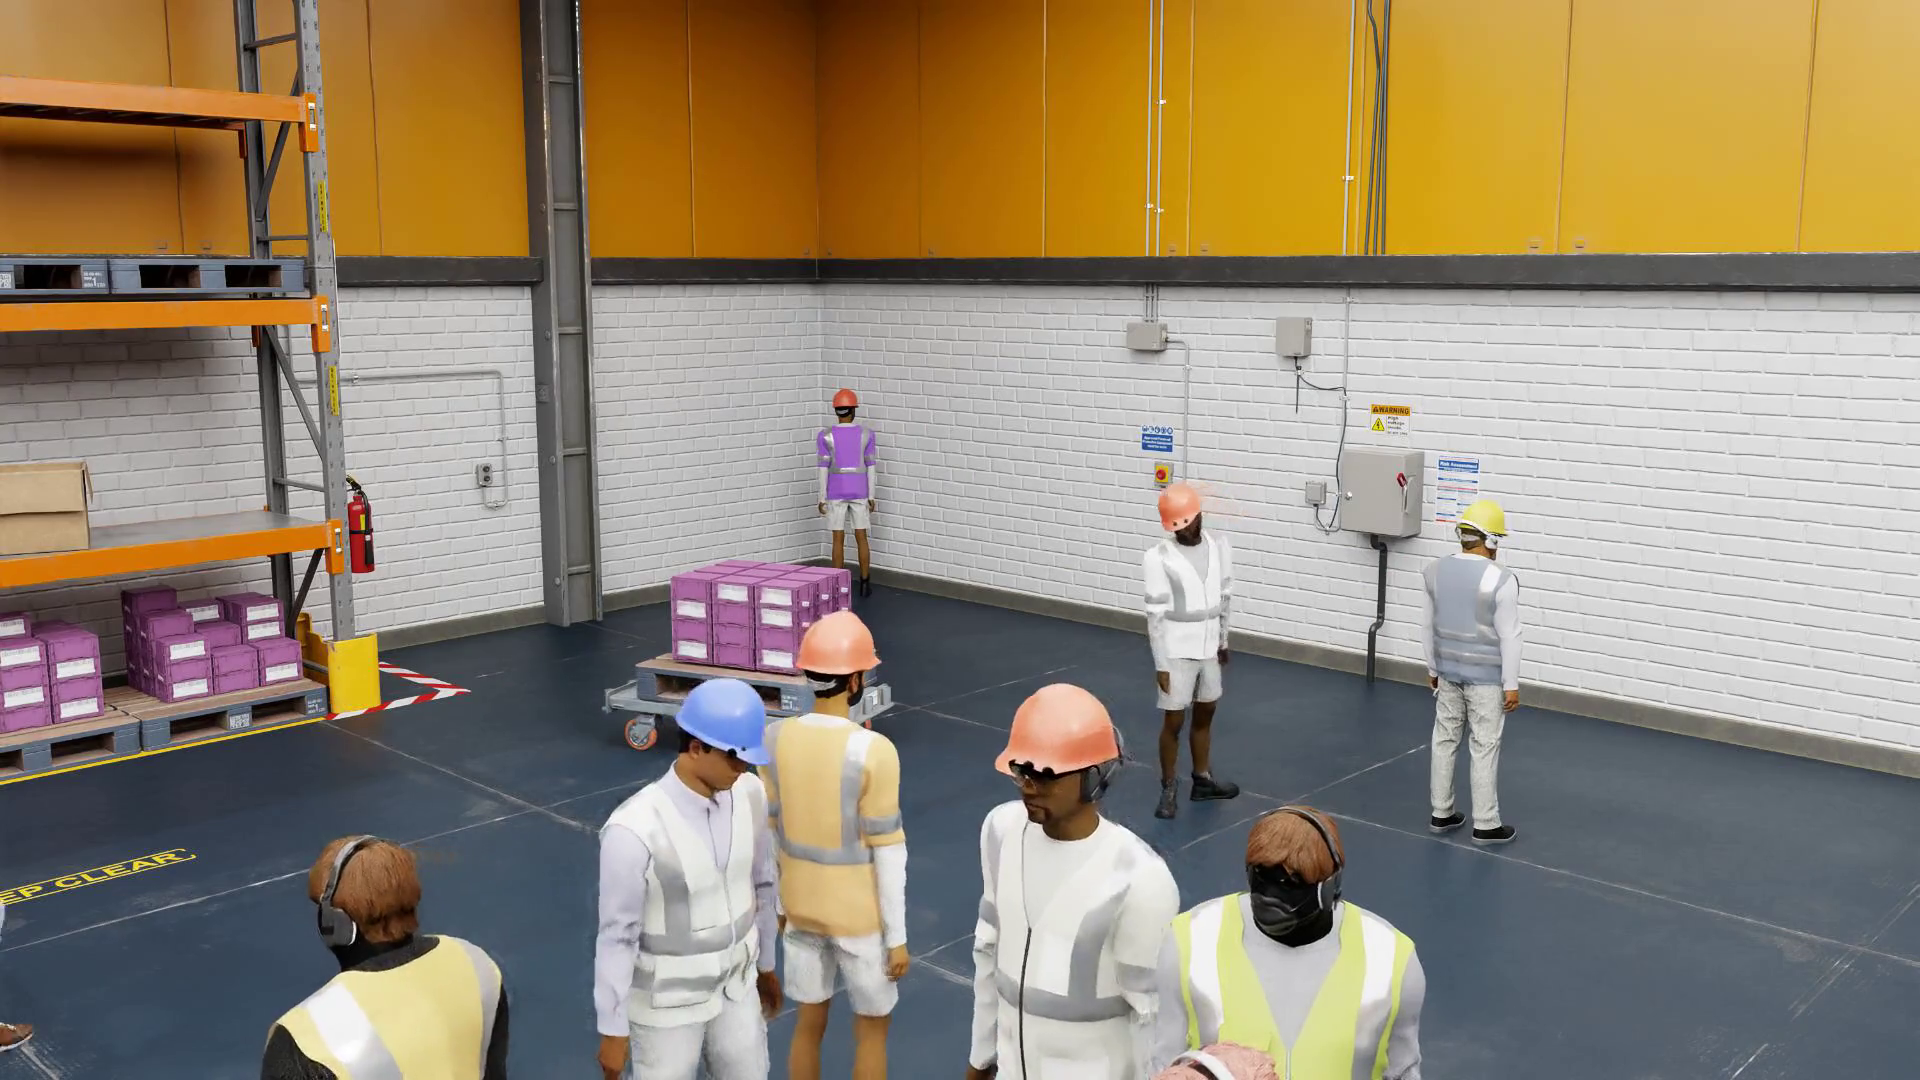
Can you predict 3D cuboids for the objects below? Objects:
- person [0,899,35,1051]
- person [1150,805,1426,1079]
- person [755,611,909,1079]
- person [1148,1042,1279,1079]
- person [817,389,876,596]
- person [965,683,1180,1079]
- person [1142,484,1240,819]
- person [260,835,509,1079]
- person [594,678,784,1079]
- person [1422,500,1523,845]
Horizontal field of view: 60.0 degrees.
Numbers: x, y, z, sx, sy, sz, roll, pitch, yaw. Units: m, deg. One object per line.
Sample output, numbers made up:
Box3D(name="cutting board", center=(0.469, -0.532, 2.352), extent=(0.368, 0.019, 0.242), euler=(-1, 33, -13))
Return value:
Box3D(name="person", center=(-3.834, 1.099, 6.260), extent=(0.564, 1.847, 0.674), euler=(3, 10, 16))
Box3D(name="person", center=(0.746, 1.498, 3.857), extent=(0.624, 1.841, 0.430), euler=(1, 9, 9))
Box3D(name="person", center=(-0.397, 1.191, 5.441), extent=(0.547, 1.939, 0.368), euler=(5, 11, 30))
Box3D(name="person", center=(0.374, 1.680, 2.532), extent=(0.406, 1.911, 0.636), euler=(-7, 11, -36))
Box3D(name="person", center=(-1.049, -0.429, 15.384), extent=(0.546, 1.934, 0.376), euler=(-2, 9, -10))
Box3D(name="person", center=(0.294, 1.339, 4.246), extent=(0.617, 2.032, 0.622), euler=(-8, 13, -42))
Box3D(name="person", center=(1.335, 0.605, 9.221), extent=(0.742, 1.891, 0.409), euler=(-6, 11, -31))
Box3D(name="person", center=(-1.378, 1.538, 3.733), extent=(0.915, 1.796, 0.632), euler=(3, 10, 20))
Box3D(name="person", center=(-0.857, 1.301, 4.891), extent=(0.768, 1.895, 0.671), euler=(7, 11, 36))
Box3D(name="person", center=(2.729, 0.696, 8.822), extent=(0.403, 1.823, 0.586), euler=(-7, 12, -36))
